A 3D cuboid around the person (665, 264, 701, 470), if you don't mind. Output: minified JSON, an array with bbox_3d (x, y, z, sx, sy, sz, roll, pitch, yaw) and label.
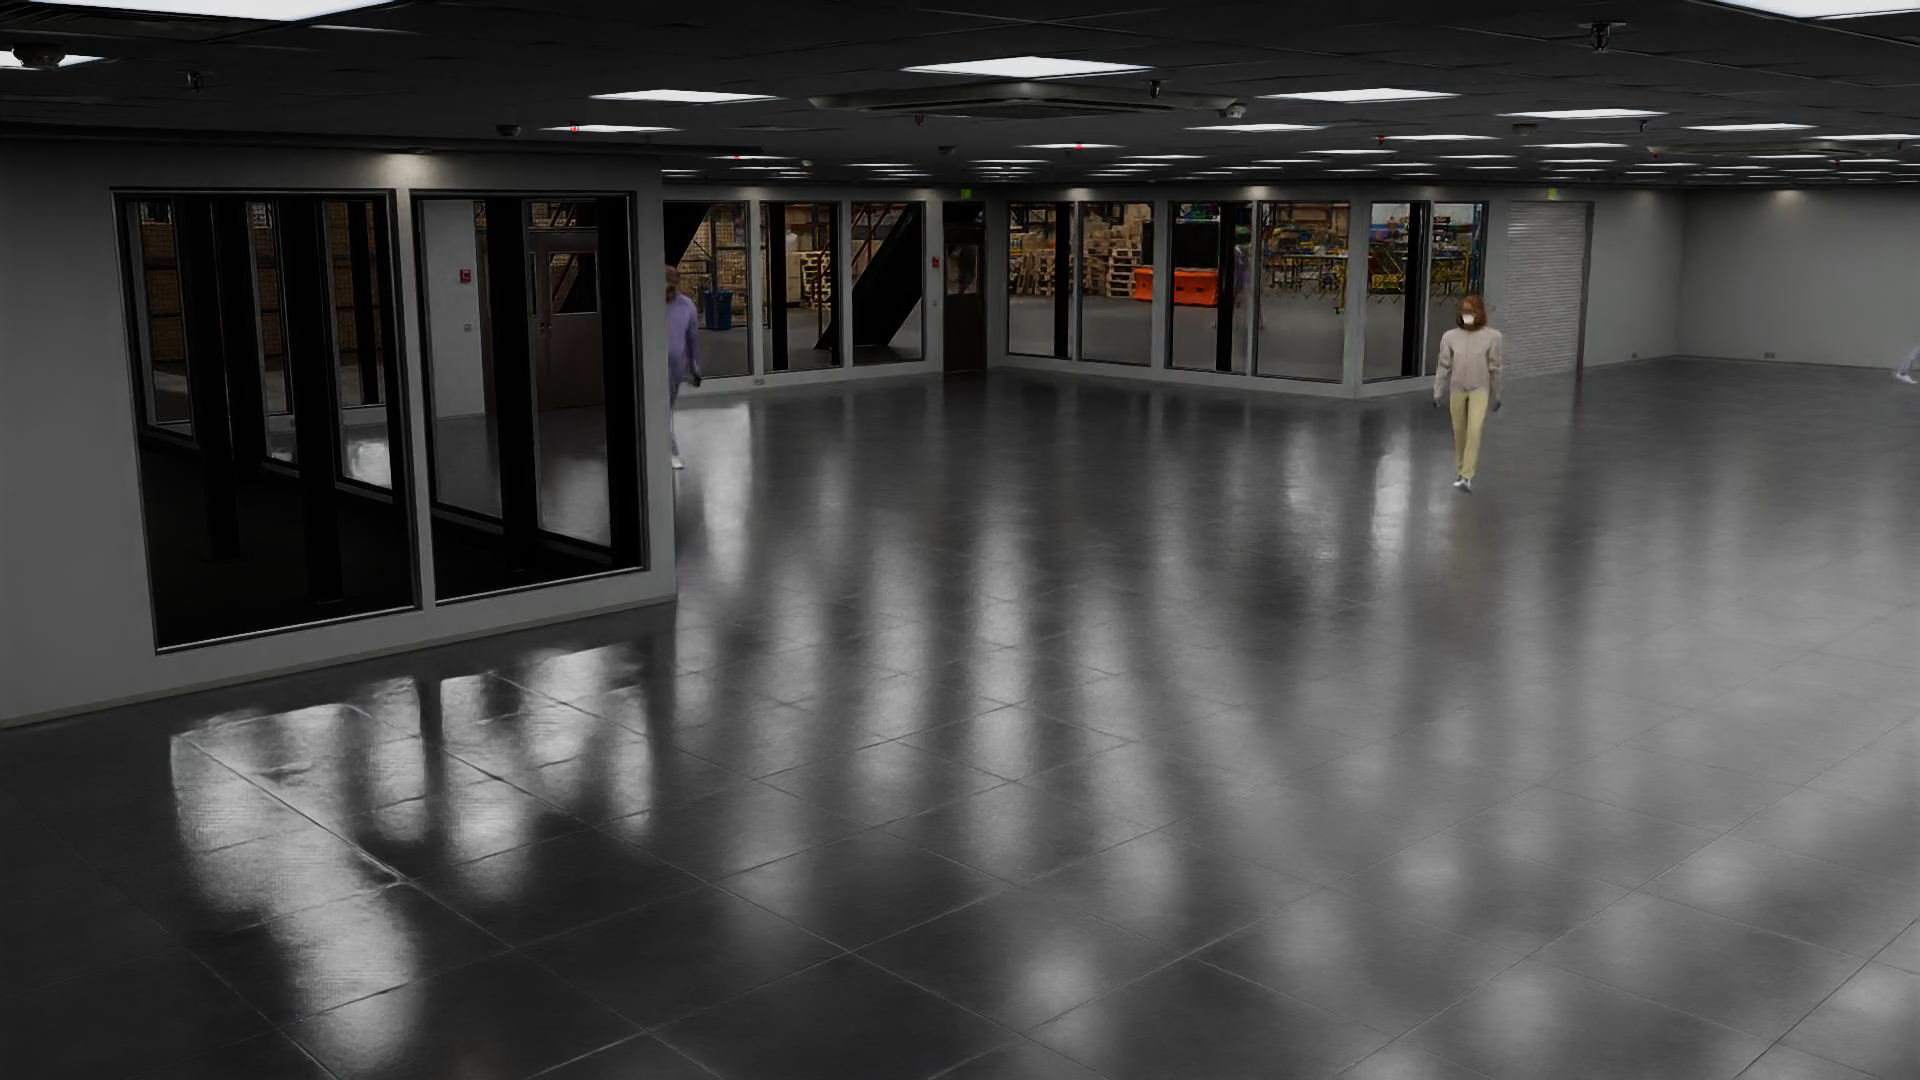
[{"bbox_3d":[-2.733,-1.603,15.206,0.649,1.842,0.996,-7,13,-31],"label":"person"}]

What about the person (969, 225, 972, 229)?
[{"bbox_3d":[0.168,-7.278,43.106,0.679,2.000,0.542,-7,13,-30],"label":"person"}]

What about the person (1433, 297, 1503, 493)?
[{"bbox_3d":[4.151,-1.183,13.672,0.522,1.596,0.825,7,13,31],"label":"person"}]

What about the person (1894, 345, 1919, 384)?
[{"bbox_3d":[12.931,-2.945,21.963,0.989,1.822,0.533,4,12,19],"label":"person"}]
